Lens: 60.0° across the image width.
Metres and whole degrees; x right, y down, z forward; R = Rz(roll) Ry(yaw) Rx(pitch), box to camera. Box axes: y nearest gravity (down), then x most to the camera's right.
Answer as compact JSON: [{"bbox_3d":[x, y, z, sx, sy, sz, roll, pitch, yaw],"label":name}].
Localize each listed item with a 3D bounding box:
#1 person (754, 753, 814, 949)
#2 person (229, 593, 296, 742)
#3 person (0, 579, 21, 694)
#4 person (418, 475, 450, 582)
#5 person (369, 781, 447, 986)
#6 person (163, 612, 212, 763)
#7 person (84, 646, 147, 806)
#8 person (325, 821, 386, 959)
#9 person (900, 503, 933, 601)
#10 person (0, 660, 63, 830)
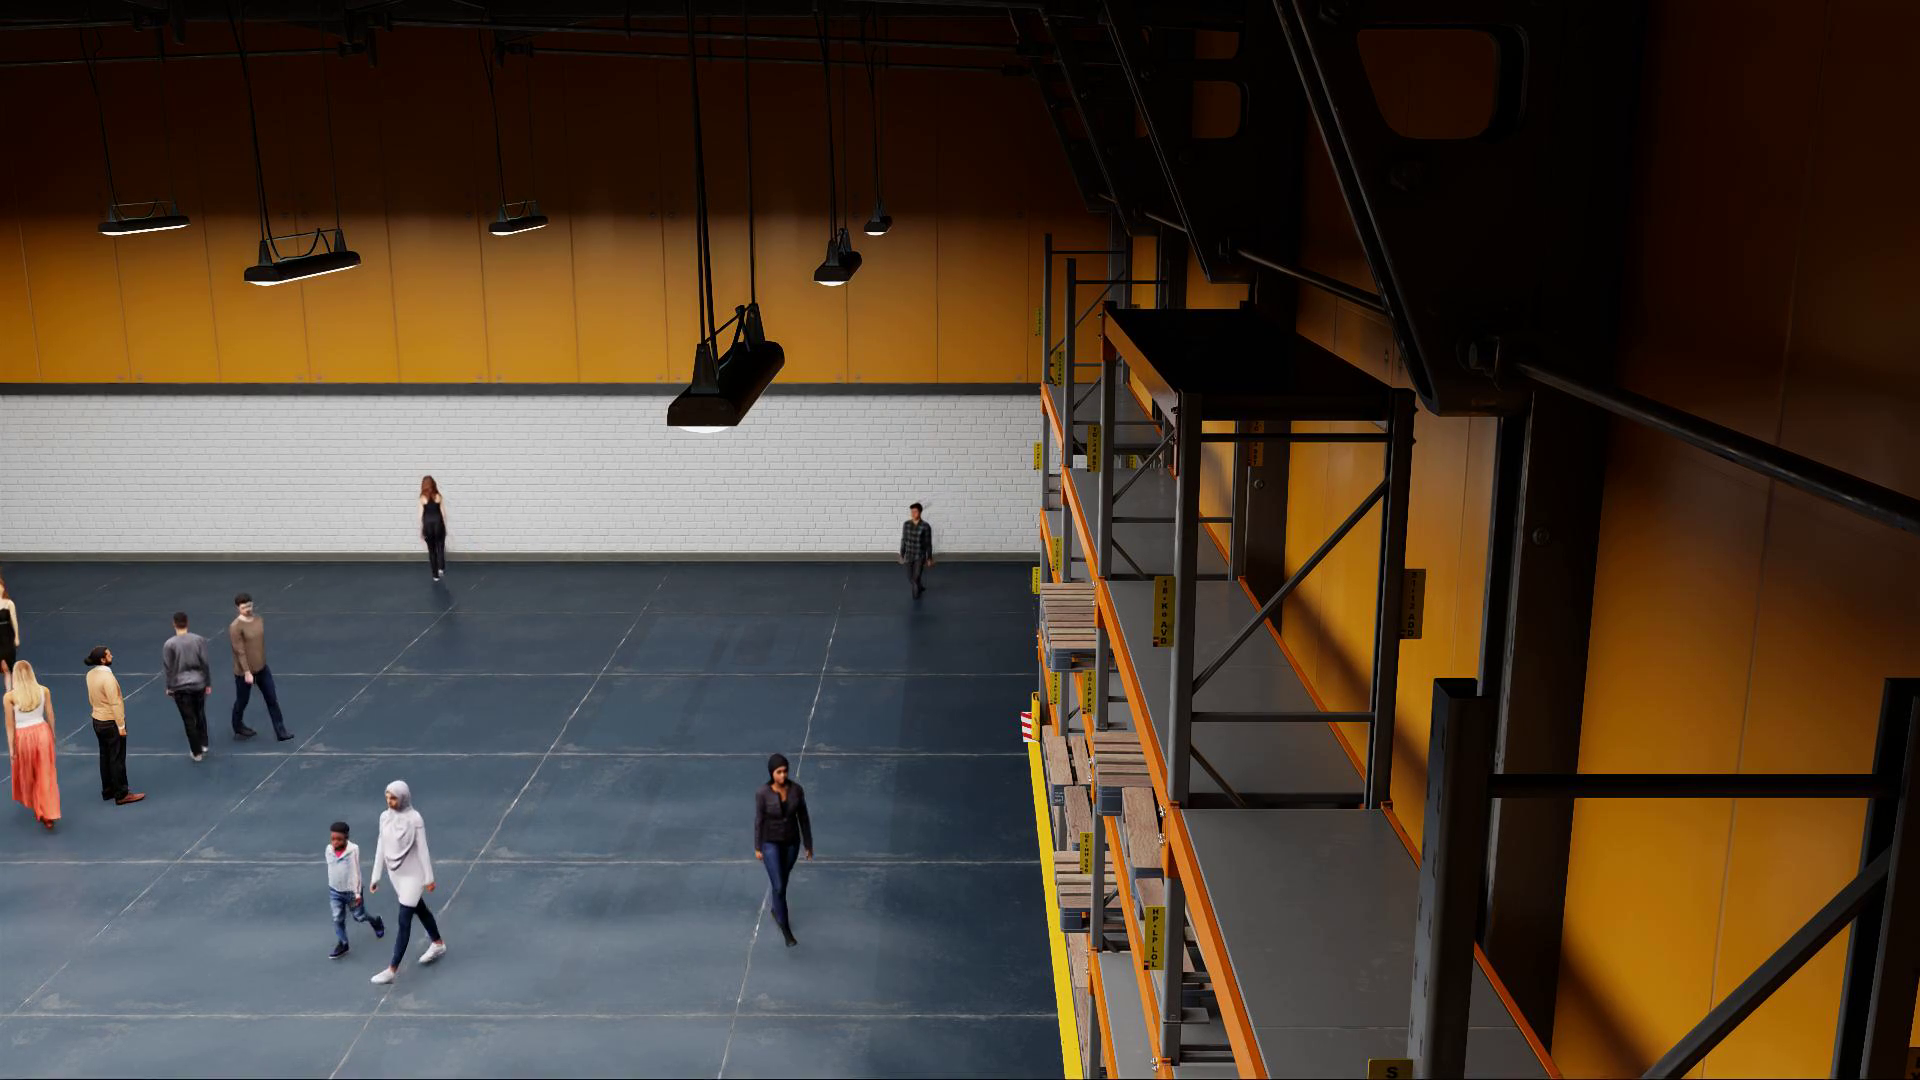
[{"bbox_3d":[-1.637,2.748,15.016,0.938,1.703,1.239,-6,15,-22],"label":"person"},{"bbox_3d":[-8.485,1.536,19.749,1.070,1.832,1.210,5,15,21],"label":"person"},{"bbox_3d":[-12.295,1.268,21.345,0.728,1.601,1.040,-4,14,-15],"label":"person"},{"bbox_3d":[-8.547,-0.178,27.025,0.741,1.739,0.800,-6,15,-24],"label":"person"},{"bbox_3d":[-4.708,2.891,14.365,0.973,1.732,1.173,8,16,29],"label":"person"},{"bbox_3d":[-8.880,1.715,19.187,0.757,1.747,0.811,-12,18,-40],"label":"person"},{"bbox_3d":[-9.225,1.992,18.030,0.757,1.754,0.787,10,17,35],"label":"person"},{"bbox_3d":[-5.399,3.054,14.735,0.611,1.241,0.832,3,14,11],"label":"person"},{"bbox_3d":[-0.677,0.232,26.239,0.972,1.695,1.136,7,15,25],"label":"person"},{"bbox_3d":[-9.619,2.168,17.316,1.167,1.748,1.311,-11,17,-38],"label":"person"}]
